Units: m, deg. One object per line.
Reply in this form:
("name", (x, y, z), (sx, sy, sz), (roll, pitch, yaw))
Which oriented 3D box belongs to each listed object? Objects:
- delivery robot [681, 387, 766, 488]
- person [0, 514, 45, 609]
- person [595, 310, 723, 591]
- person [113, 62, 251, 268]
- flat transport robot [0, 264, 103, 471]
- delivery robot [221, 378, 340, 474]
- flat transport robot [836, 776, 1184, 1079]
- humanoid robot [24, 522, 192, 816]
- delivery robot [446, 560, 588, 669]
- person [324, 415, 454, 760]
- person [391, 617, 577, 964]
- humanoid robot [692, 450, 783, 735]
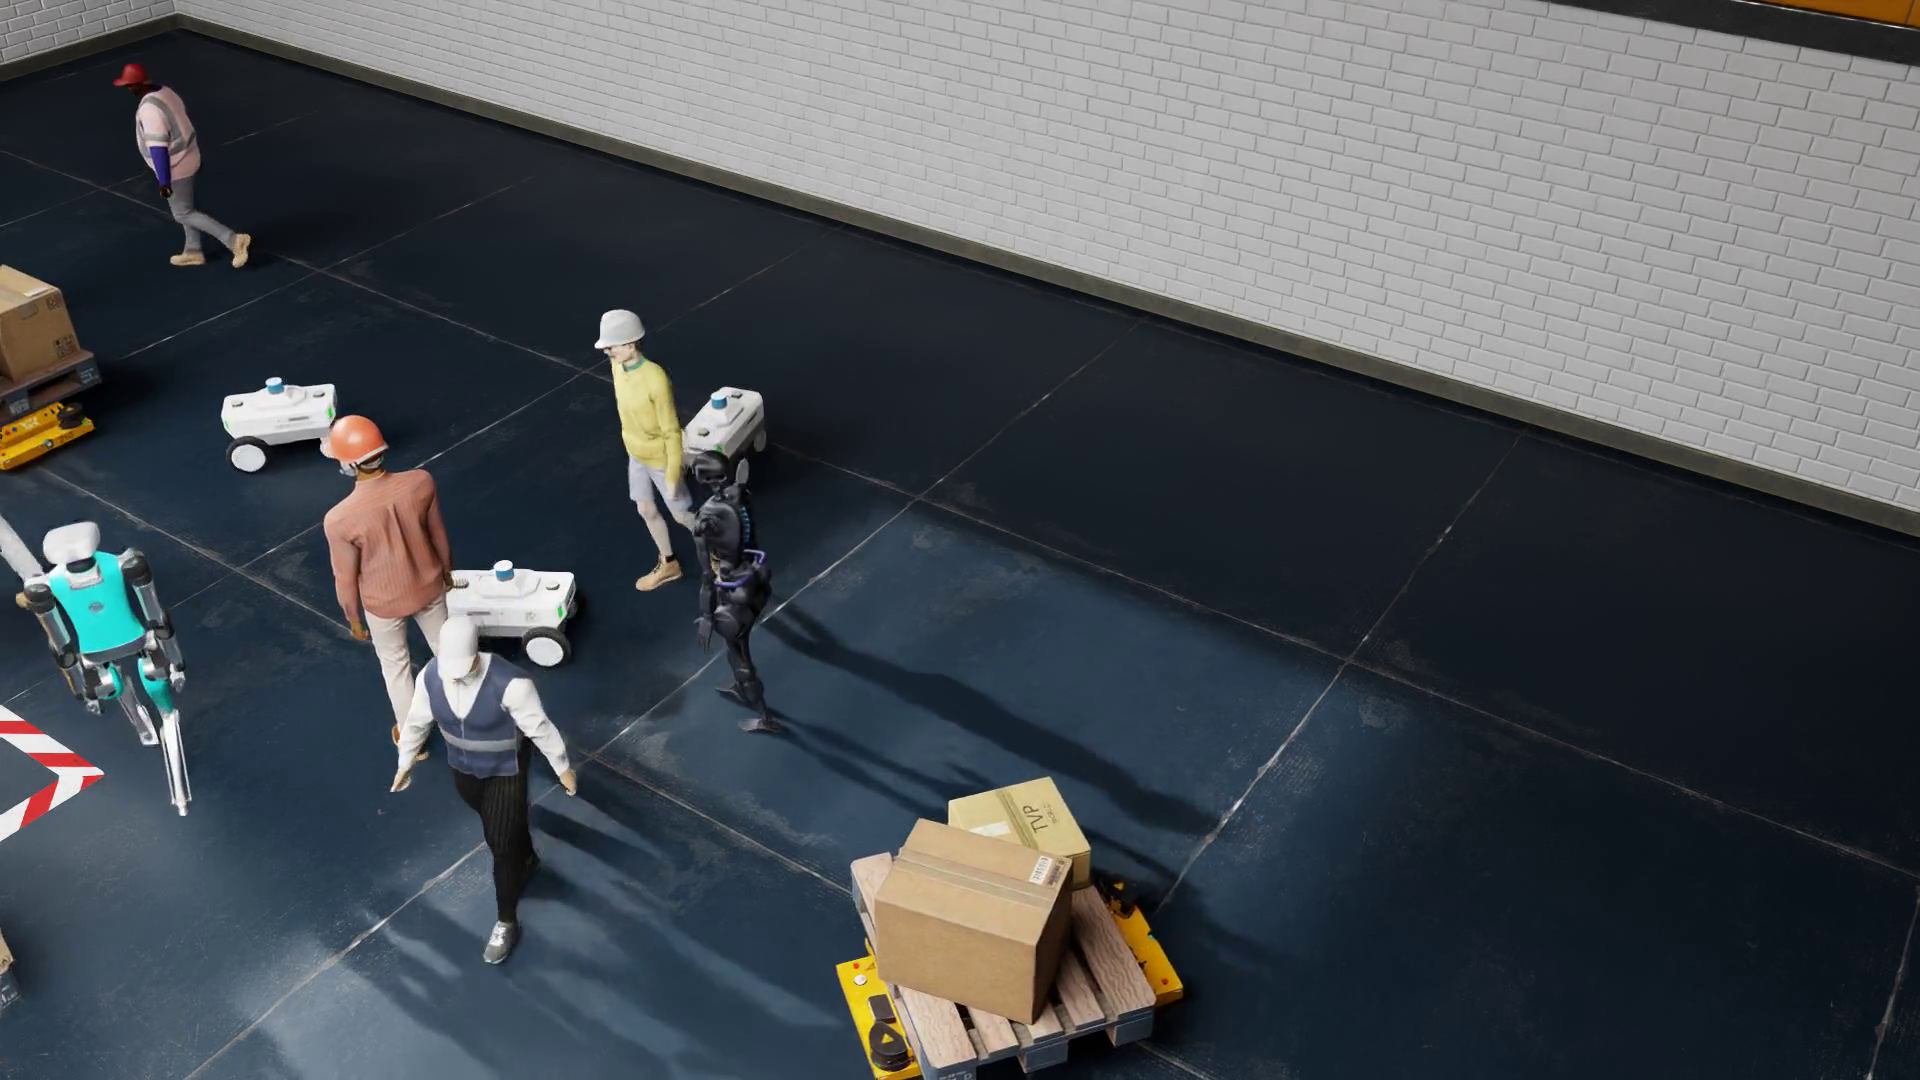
("delivery robot", (-1.576, -0.701, 11.002), (0.499, 0.579, 0.774), (11, 36, 15))
("person", (-5.782, -0.364, 9.456), (0.918, 1.798, 0.649), (11, 36, 15))
("person", (-1.696, -0.513, 9.618), (0.570, 1.862, 0.622), (27, 43, 33))
("person", (-6.154, -2.960, 13.223), (0.685, 1.722, 0.652), (-3, 35, -5))
("flat transport robot", (-6.748, -0.900, 11.549), (1.431, 0.231, 0.659), (21, 40, 27))
("delivery robot", (-4.553, -0.802, 11.166), (0.805, 0.601, 0.499), (-8, 36, -12))
("flat transport robot", (0.219, 1.953, 7.472), (1.431, 0.231, 0.659), (-11, 37, -16))
("humanoid robot", (-4.180, 0.510, 8.286), (0.551, 1.777, 0.930), (-17, 38, -22))
("delivery robot", (-2.533, 0.387, 9.462), (0.787, 0.596, 0.499), (1, 35, 2))
("person", (-2.845, 0.246, 8.422), (0.622, 1.985, 0.404), (-29, 44, -35))
("person", (-2.154, 1.087, 7.432), (0.785, 1.727, 0.786), (10, 36, 14))
("humanoid robot", (-1.168, 0.278, 8.658), (0.529, 1.632, 0.603), (13, 37, 17))
